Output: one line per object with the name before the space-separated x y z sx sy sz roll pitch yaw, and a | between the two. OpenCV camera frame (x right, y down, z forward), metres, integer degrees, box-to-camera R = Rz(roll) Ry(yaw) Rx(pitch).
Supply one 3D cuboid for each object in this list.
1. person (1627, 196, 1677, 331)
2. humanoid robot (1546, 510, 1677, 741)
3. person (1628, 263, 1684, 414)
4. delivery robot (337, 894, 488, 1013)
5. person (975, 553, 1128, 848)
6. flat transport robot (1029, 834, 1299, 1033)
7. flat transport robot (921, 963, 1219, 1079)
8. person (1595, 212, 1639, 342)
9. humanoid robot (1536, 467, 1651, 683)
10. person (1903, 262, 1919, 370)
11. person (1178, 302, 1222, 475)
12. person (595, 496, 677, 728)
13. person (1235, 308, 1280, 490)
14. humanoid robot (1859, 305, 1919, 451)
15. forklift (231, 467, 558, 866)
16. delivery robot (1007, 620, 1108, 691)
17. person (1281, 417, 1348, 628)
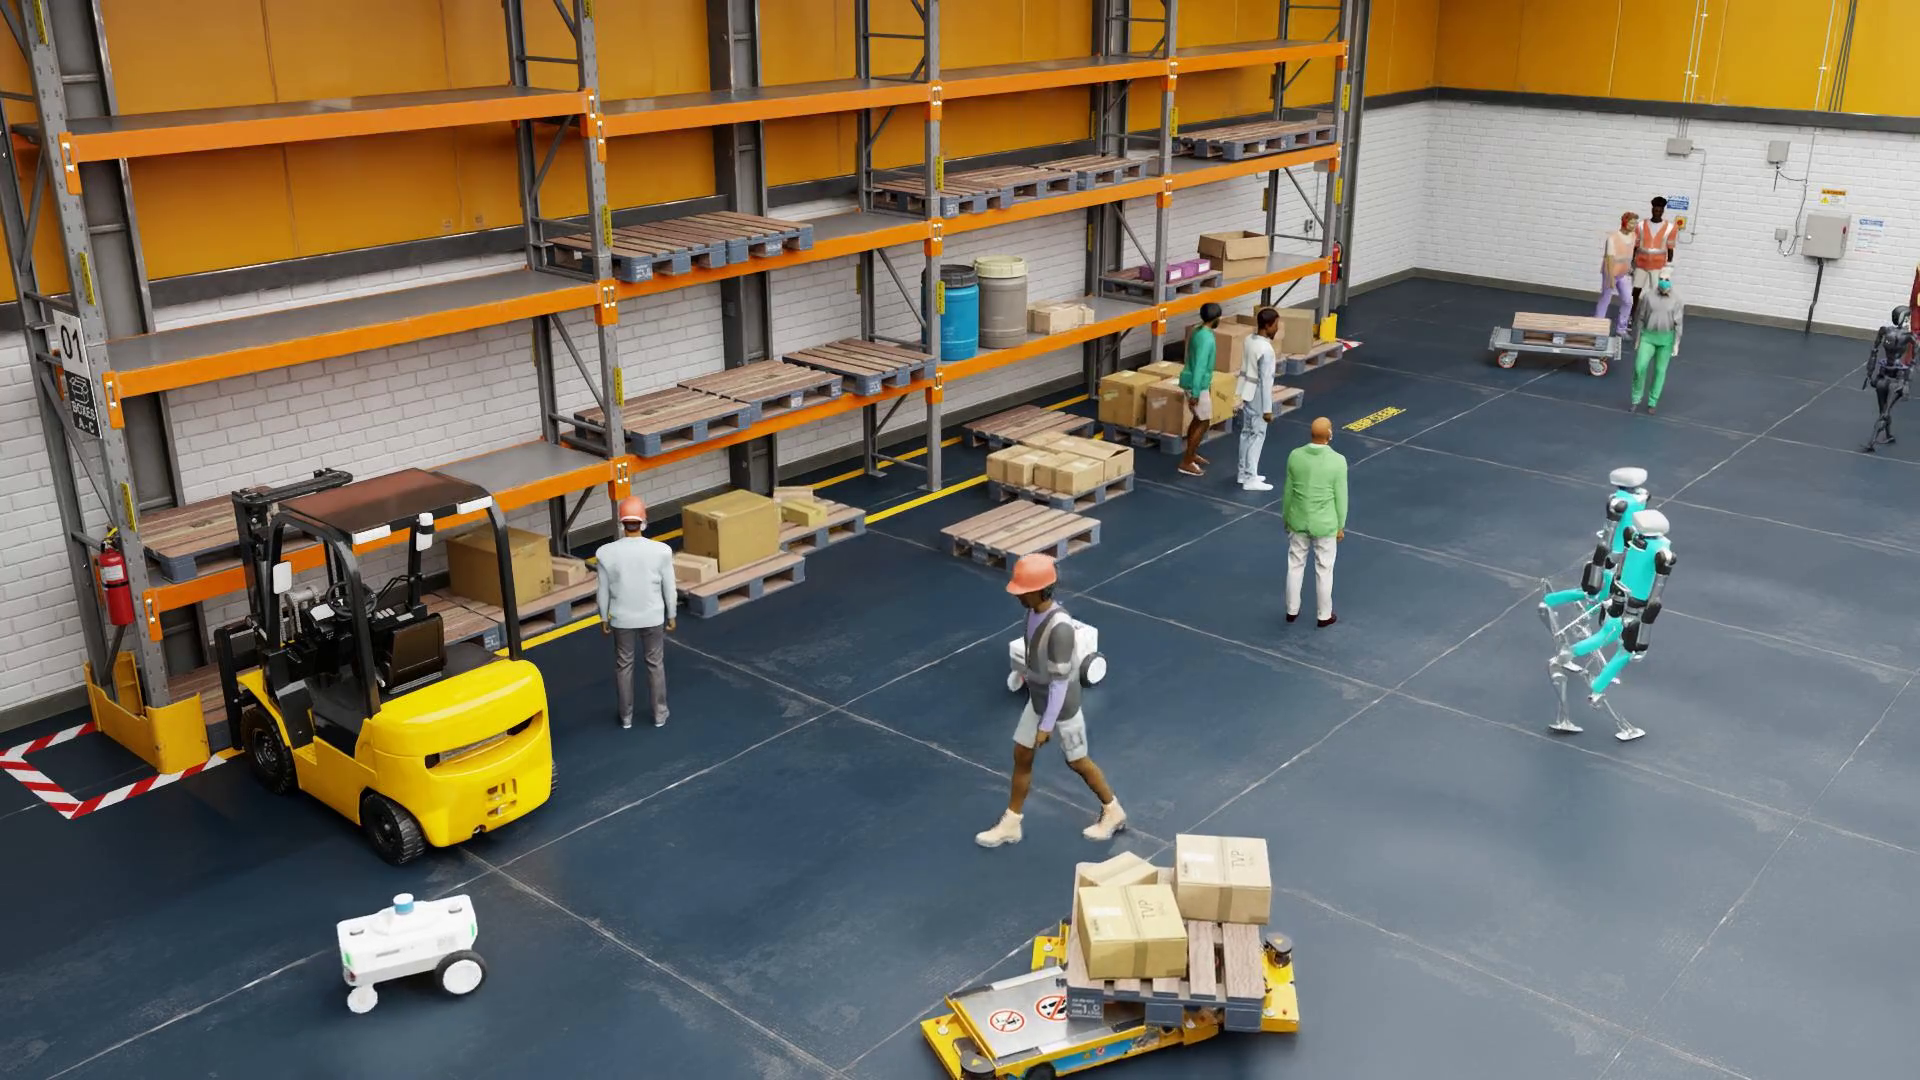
person | 9.876 -3.942 23.803 0.600 1.957 0.379 9 22 23
humanoid robot | 4.522 0.651 11.711 0.890 1.780 0.580 -3 20 -8
person | 8.274 -2.369 19.730 0.517 1.827 0.563 8 22 22
delivery robot | -2.997 2.226 9.128 0.805 0.609 0.499 -9 22 -23
person | 0.616 0.996 10.389 0.990 1.995 0.624 -8 22 -20
flat transport robot | 1.104 2.381 9.099 1.431 0.231 0.659 2 20 6
flat transport robot | 0.575 2.521 8.722 1.431 0.231 0.659 -9 22 -22
person | 9.237 -3.658 23.227 0.562 1.816 0.698 -10 22 -25
humanoid robot | 4.780 0.266 12.756 0.545 1.802 0.779 -19 28 -42
person | 12.574 -3.029 21.602 0.476 1.767 0.402 3 20 8
person | 2.532 -1.615 17.672 0.446 1.834 0.549 -3 20 -9
person | -2.328 0.523 12.007 0.572 1.742 0.352 -4 21 -10
person | 3.058 -1.448 17.116 0.411 1.908 0.596 -4 21 -9
humanoid robot | 10.319 -1.808 18.468 0.770 1.622 0.590 -9 22 -23
forklift | -3.730 0.710 10.856 2.313 2.155 1.214 17 26 38
delivery robot | 0.725 0.876 12.757 0.793 0.590 0.499 -17 26 -39
person | 2.926 -0.146 13.763 0.539 1.784 0.388 11 23 28
